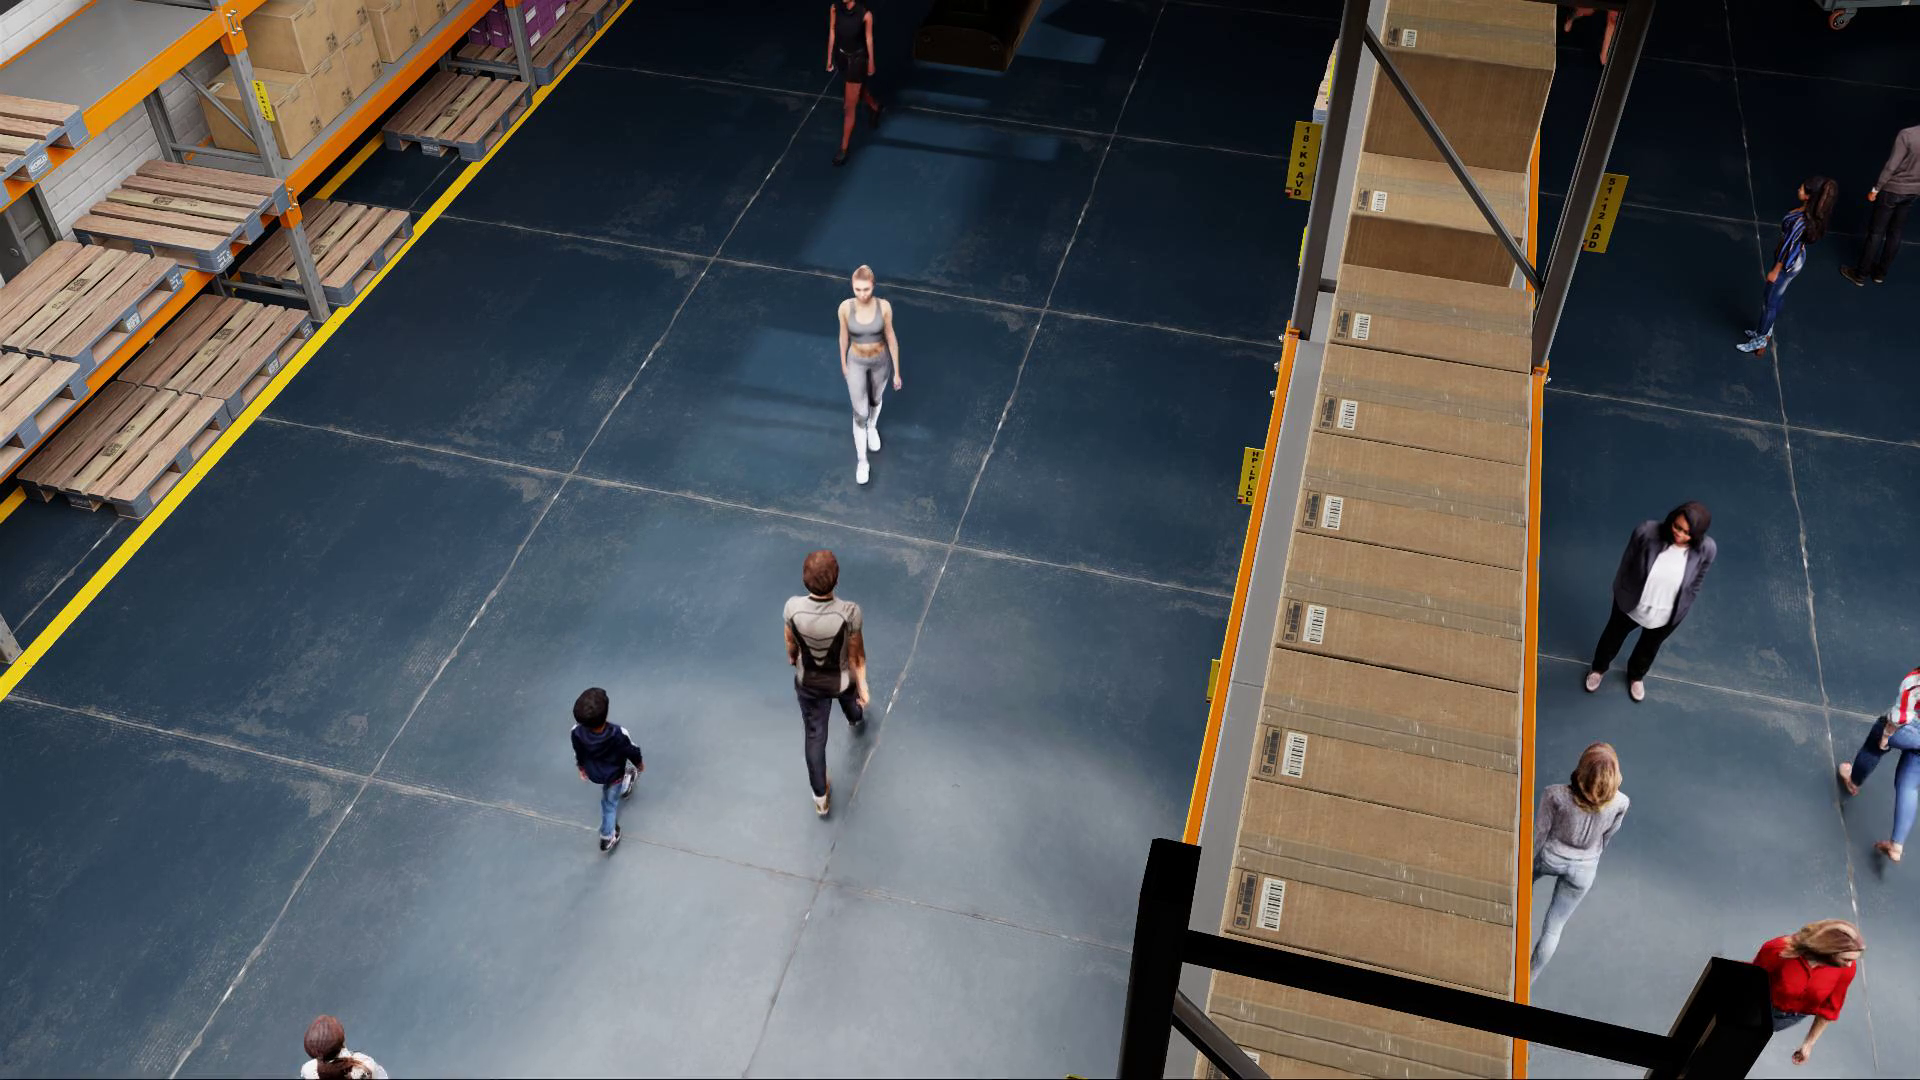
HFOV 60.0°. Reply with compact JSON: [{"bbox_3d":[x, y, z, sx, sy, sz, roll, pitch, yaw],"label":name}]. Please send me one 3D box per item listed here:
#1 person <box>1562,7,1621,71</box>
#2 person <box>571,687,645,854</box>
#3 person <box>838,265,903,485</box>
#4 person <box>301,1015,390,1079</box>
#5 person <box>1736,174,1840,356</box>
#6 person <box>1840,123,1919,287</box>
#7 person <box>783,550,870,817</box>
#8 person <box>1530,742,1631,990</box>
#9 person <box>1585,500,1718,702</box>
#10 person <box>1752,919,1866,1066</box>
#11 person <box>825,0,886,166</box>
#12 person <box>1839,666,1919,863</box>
[{"bbox_3d":[6.488,-5.640,16.810,0.904,1.646,1.127,-10,44,-10],"label":"person"},{"bbox_3d":[-2.105,1.372,9.782,0.535,1.187,0.817,9,44,10],"label":"person"},{"bbox_3d":[-0.675,-1.333,12.268,0.812,1.676,1.027,-6,44,-7],"label":"person"},{"bbox_3d":[-2.898,2.829,8.003,0.786,1.532,1.083,-6,44,-6],"label":"person"},{"bbox_3d":[6.564,-2.194,13.214,0.746,1.617,0.616,28,50,26],"label":"person"},{"bbox_3d":[7.847,-2.928,13.876,0.713,1.767,0.673,-2,44,-2],"label":"person"},{"bbox_3d":[-0.800,0.885,9.817,0.818,1.844,1.249,4,44,4],"label":"person"},{"bbox_3d":[3.233,1.815,8.908,0.589,1.752,1.109,11,45,11],"label":"person"},{"bbox_3d":[4.386,0.368,10.536,0.675,1.600,0.653,13,45,14],"label":"person"},{"bbox_3d":[4.126,2.322,8.448,0.704,1.651,1.085,10,44,10],"label":"person"},{"bbox_3d":[-0.960,-4.472,15.548,0.853,1.696,1.278,23,48,22],"label":"person"},{"bbox_3d":[5.570,1.197,9.681,0.702,1.579,1.098,5,44,5],"label":"person"}]
